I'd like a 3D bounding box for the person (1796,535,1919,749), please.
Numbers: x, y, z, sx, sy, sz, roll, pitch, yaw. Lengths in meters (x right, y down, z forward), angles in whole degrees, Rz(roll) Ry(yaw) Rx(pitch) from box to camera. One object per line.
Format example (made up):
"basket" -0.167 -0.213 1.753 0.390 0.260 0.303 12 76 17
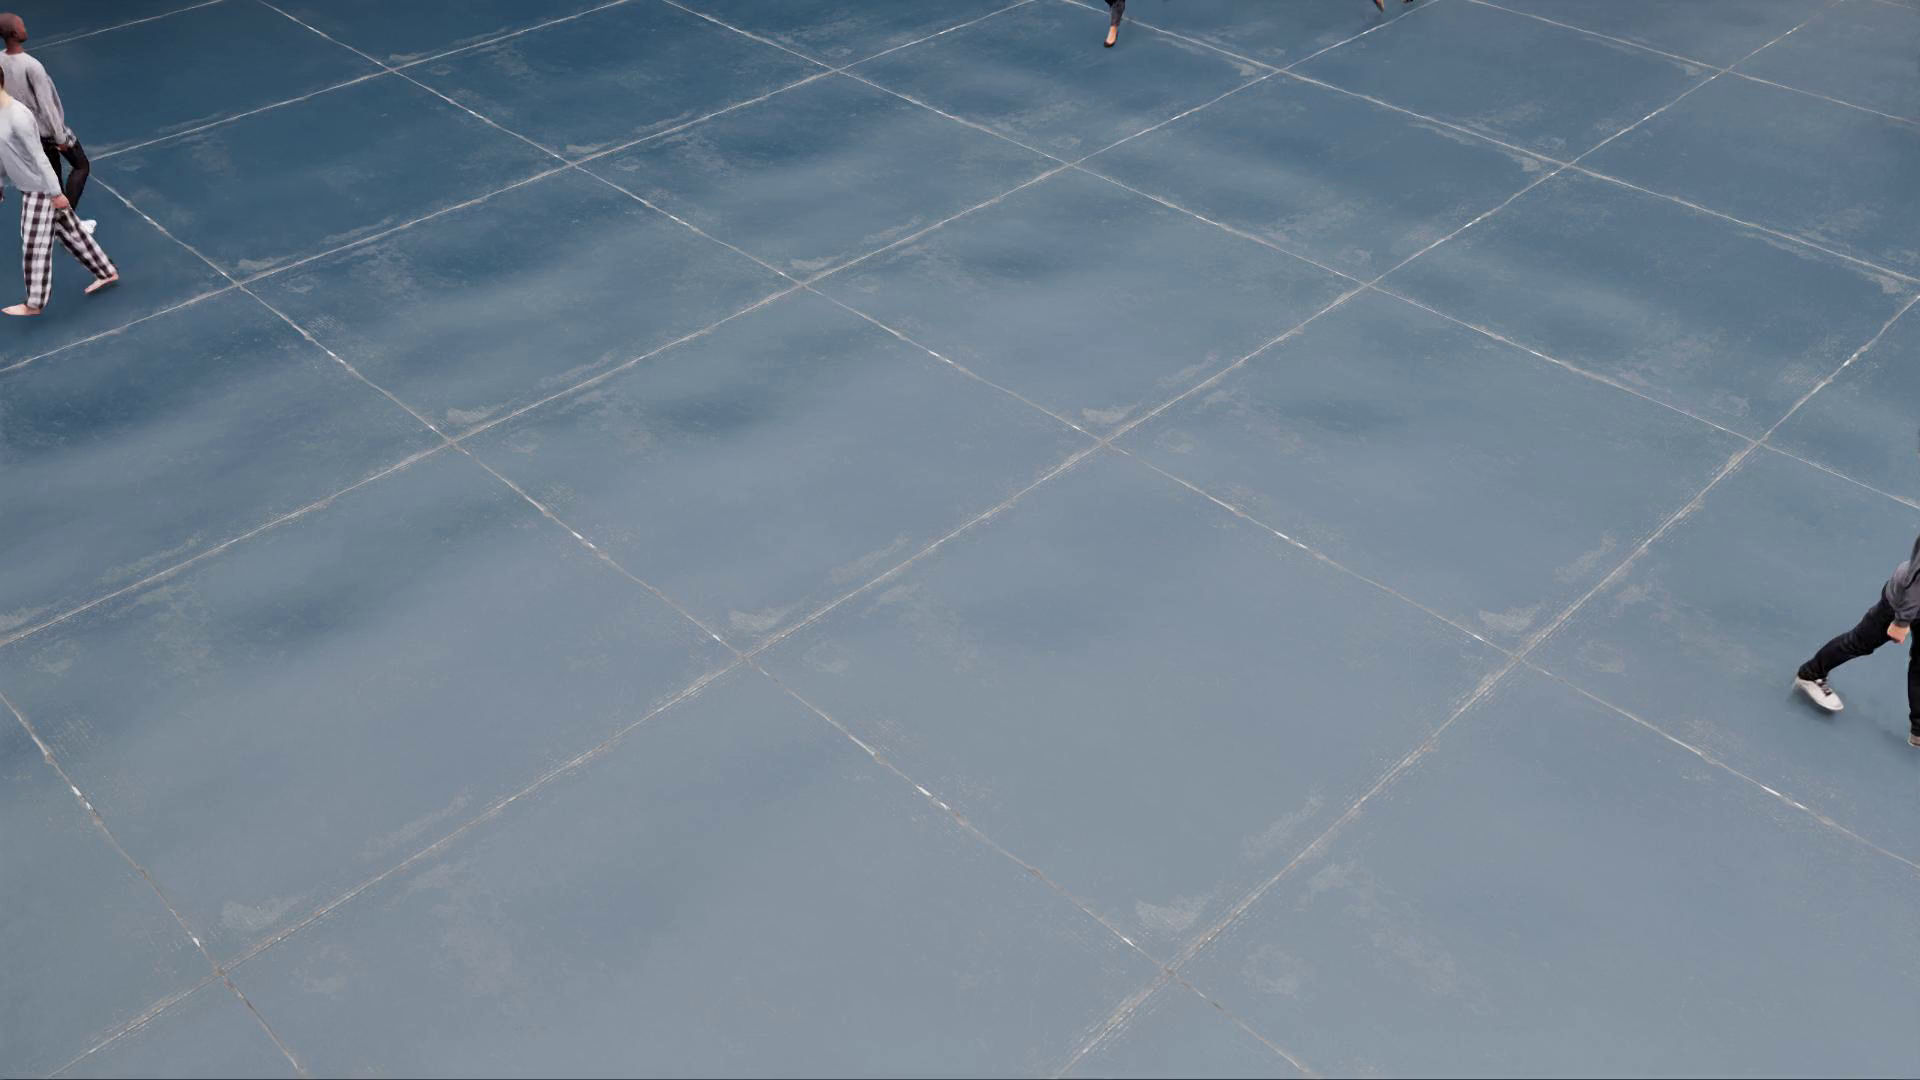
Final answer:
"person" 4.668 0.256 8.222 1.083 1.704 0.827 -22 42 -26

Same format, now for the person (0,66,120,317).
"person" -6.467 -2.537 11.807 0.635 1.811 1.092 30 47 34

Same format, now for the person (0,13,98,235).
"person" -6.991 -3.063 12.539 0.719 1.762 0.750 16 40 20
